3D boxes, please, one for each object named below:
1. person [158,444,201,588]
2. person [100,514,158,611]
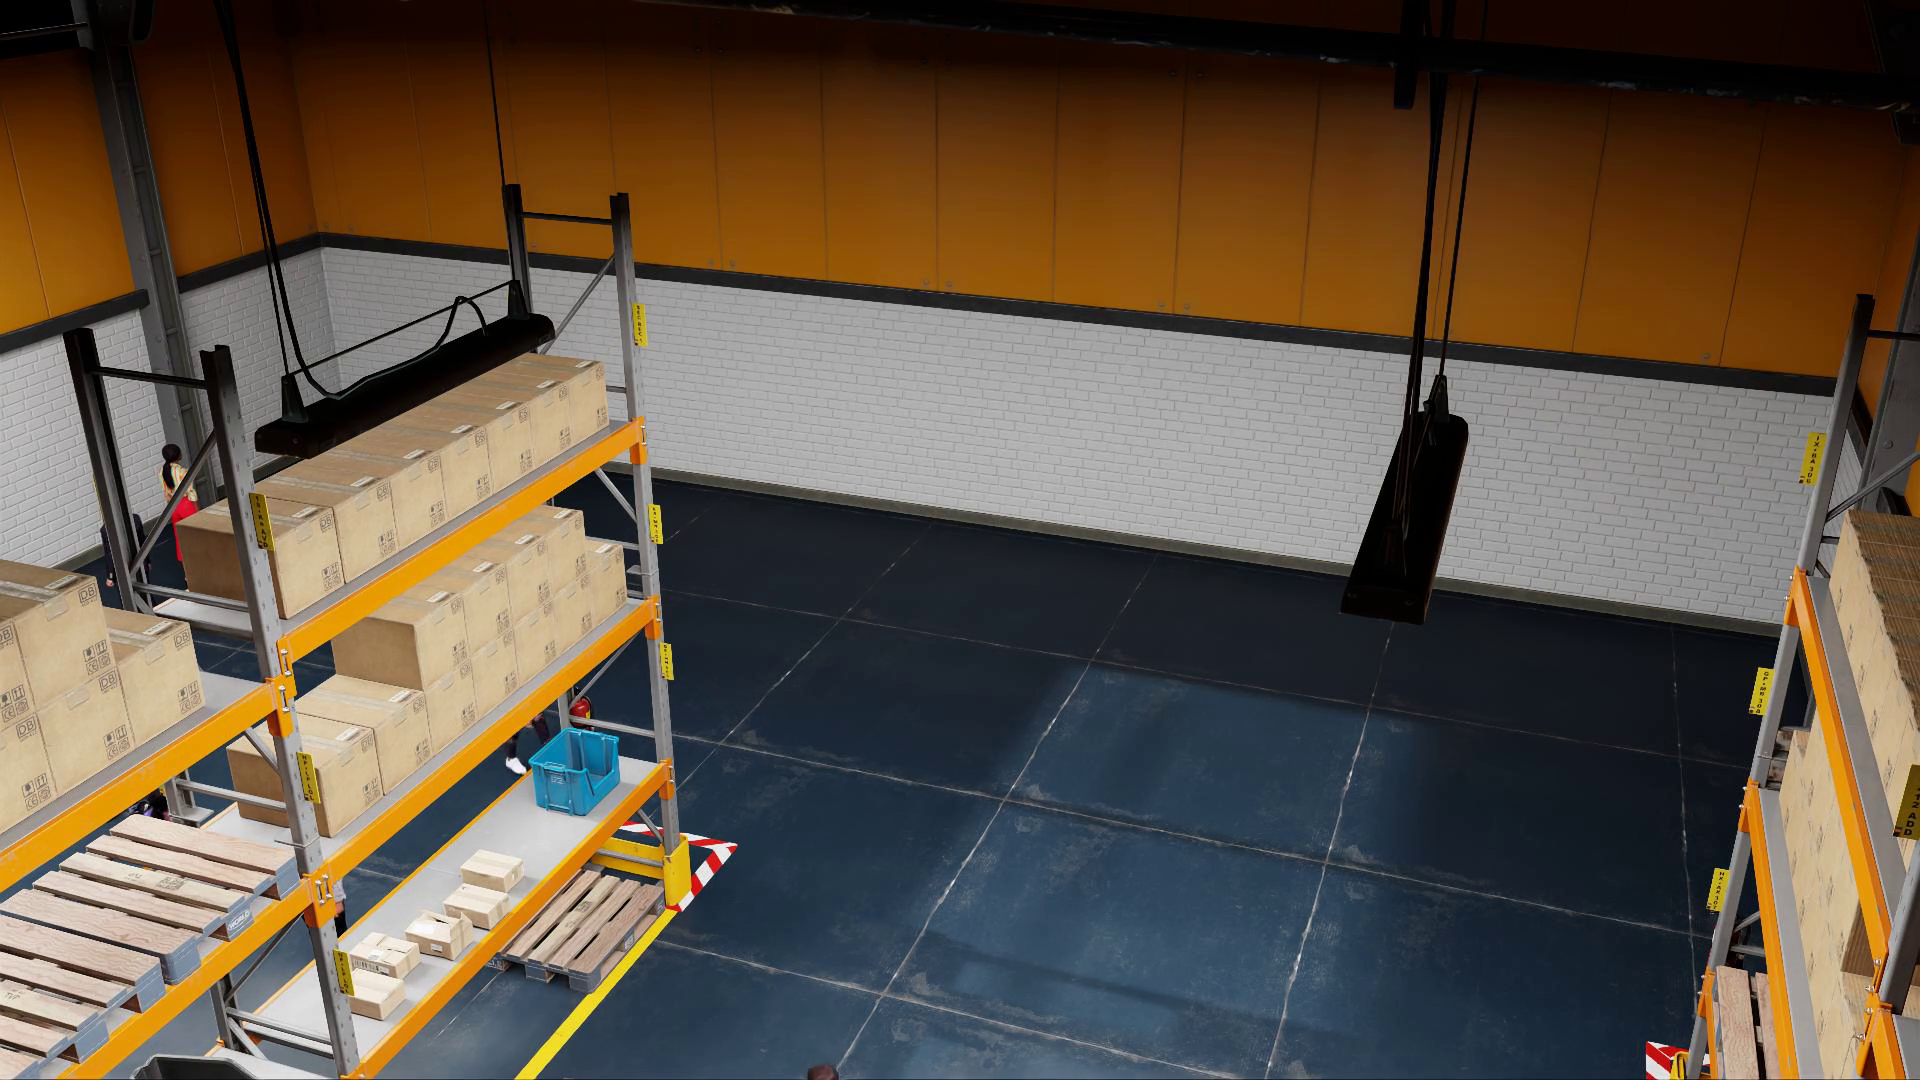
[{"bbox_3d":[-9.175,-0.296,19.684,0.617,1.792,0.551,6,24,13],"label":"person"},{"bbox_3d":[-9.162,0.290,18.317,0.778,1.815,0.579,13,27,26],"label":"person"}]
